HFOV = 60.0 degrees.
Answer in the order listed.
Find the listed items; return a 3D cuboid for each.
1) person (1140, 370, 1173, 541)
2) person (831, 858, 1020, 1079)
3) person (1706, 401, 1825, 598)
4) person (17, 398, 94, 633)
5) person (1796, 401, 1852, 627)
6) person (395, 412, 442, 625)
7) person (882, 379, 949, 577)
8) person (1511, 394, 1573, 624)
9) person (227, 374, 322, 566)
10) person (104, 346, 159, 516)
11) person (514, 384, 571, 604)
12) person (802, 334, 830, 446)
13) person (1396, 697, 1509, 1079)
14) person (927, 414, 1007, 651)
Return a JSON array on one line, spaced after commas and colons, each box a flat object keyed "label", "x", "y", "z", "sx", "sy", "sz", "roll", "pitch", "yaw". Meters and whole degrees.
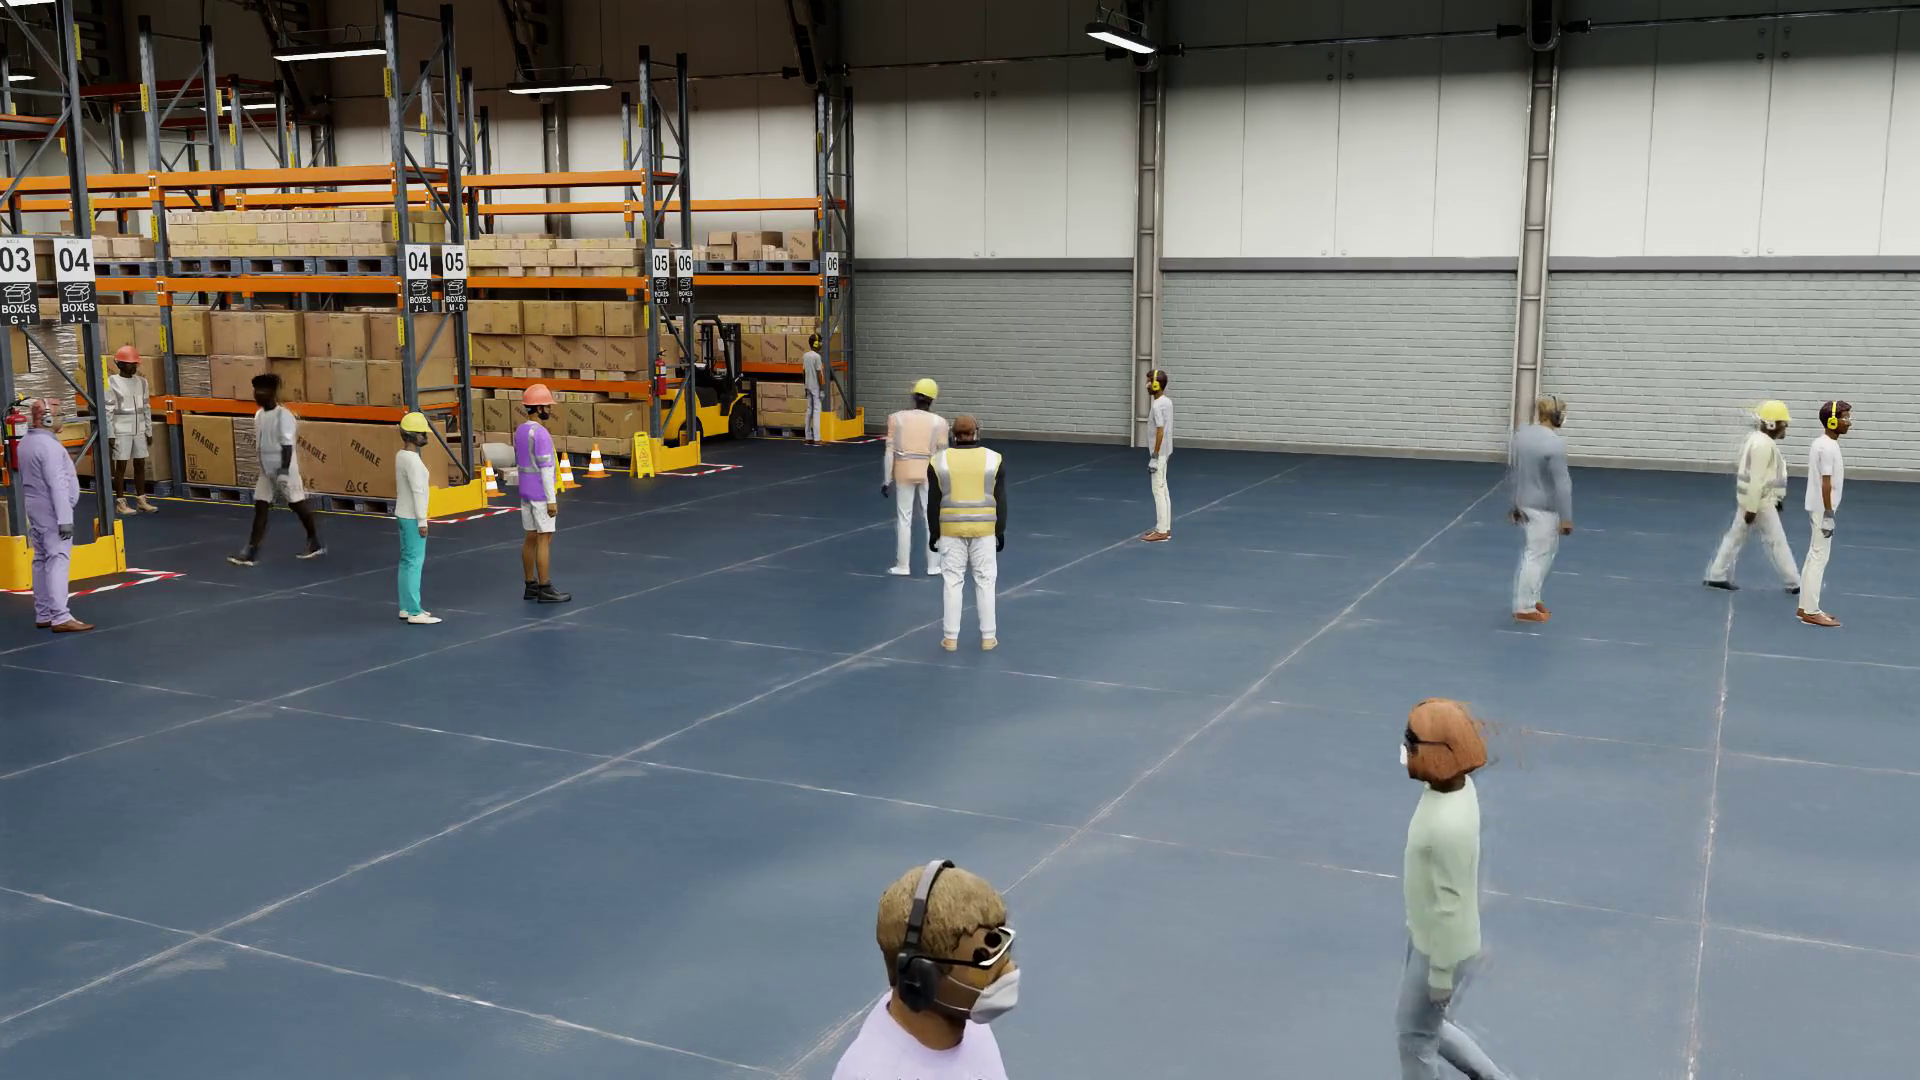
[{"label": "person", "x": 2.143, "y": -0.914, "z": 18.051, "sx": 0.311, "sy": 1.865, "sz": 0.533, "roll": 3, "pitch": 10, "yaw": 18}, {"label": "person", "x": -0.066, "y": 1.504, "z": 3.005, "sx": 0.369, "sy": 1.938, "sz": 0.630, "roll": 2, "pitch": 9, "yaw": 12}, {"label": "person", "x": 7.277, "y": -0.366, "z": 14.987, "sx": 0.970, "sy": 1.772, "sz": 0.589, "roll": 3, "pitch": 10, "yaw": 17}, {"label": "person", "x": -7.382, "y": -0.202, "z": 13.564, "sx": 0.645, "sy": 1.907, "sz": 0.400, "roll": 8, "pitch": 12, "yaw": 42}, {"label": "person", "x": 7.194, "y": -0.223, "z": 13.806, "sx": 0.321, "sy": 1.871, "sz": 0.532, "roll": 3, "pitch": 10, "yaw": 19}, {"label": "person", "x": -4.536, "y": -0.183, "z": 13.882, "sx": 0.328, "sy": 1.765, "sz": 0.532, "roll": -6, "pitch": 11, "yaw": -31}, {"label": "person", "x": -0.396, "y": -0.586, "z": 15.982, "sx": 0.680, "sy": 1.892, "sz": 0.376, "roll": 0, "pitch": 9, "yaw": -3}, {"label": "person", "x": 4.873, "y": -0.246, "z": 13.779, "sx": 0.559, "sy": 1.920, "sz": 0.662, "roll": -2, "pitch": 9, "yaw": -9}, {"label": "person", "x": -6.869, "y": -0.711, "z": 16.668, "sx": 0.622, "sy": 1.915, "sz": 1.026, "roll": 6, "pitch": 11, "yaw": 32}, {"label": "person", "x": -9.950, "y": -1.309, "z": 19.971, "sx": 0.403, "sy": 2.035, "sz": 0.606, "roll": 5, "pitch": 10, "yaw": 27}, {"label": "person", "x": -3.715, "y": -0.407, "z": 14.723, "sx": 0.356, "sy": 1.939, "sz": 0.543, "roll": -8, "pitch": 12, "yaw": -40}, {"label": "person", "x": -2.429, "y": -2.505, "z": 27.817, "sx": 0.328, "sy": 1.865, "sz": 0.520, "roll": -8, "pitch": 12, "yaw": -39}, {"label": "person", "x": 1.567, "y": 1.288, "z": 5.289, "sx": 0.501, "sy": 1.618, "sz": 0.517, "roll": 3, "pitch": 10, "yaw": 16}, {"label": "person", "x": 0.054, "y": -0.054, "z": 12.875, "sx": 0.621, "sy": 1.838, "sz": 0.429, "roll": 0, "pitch": 9, "yaw": -2}]
